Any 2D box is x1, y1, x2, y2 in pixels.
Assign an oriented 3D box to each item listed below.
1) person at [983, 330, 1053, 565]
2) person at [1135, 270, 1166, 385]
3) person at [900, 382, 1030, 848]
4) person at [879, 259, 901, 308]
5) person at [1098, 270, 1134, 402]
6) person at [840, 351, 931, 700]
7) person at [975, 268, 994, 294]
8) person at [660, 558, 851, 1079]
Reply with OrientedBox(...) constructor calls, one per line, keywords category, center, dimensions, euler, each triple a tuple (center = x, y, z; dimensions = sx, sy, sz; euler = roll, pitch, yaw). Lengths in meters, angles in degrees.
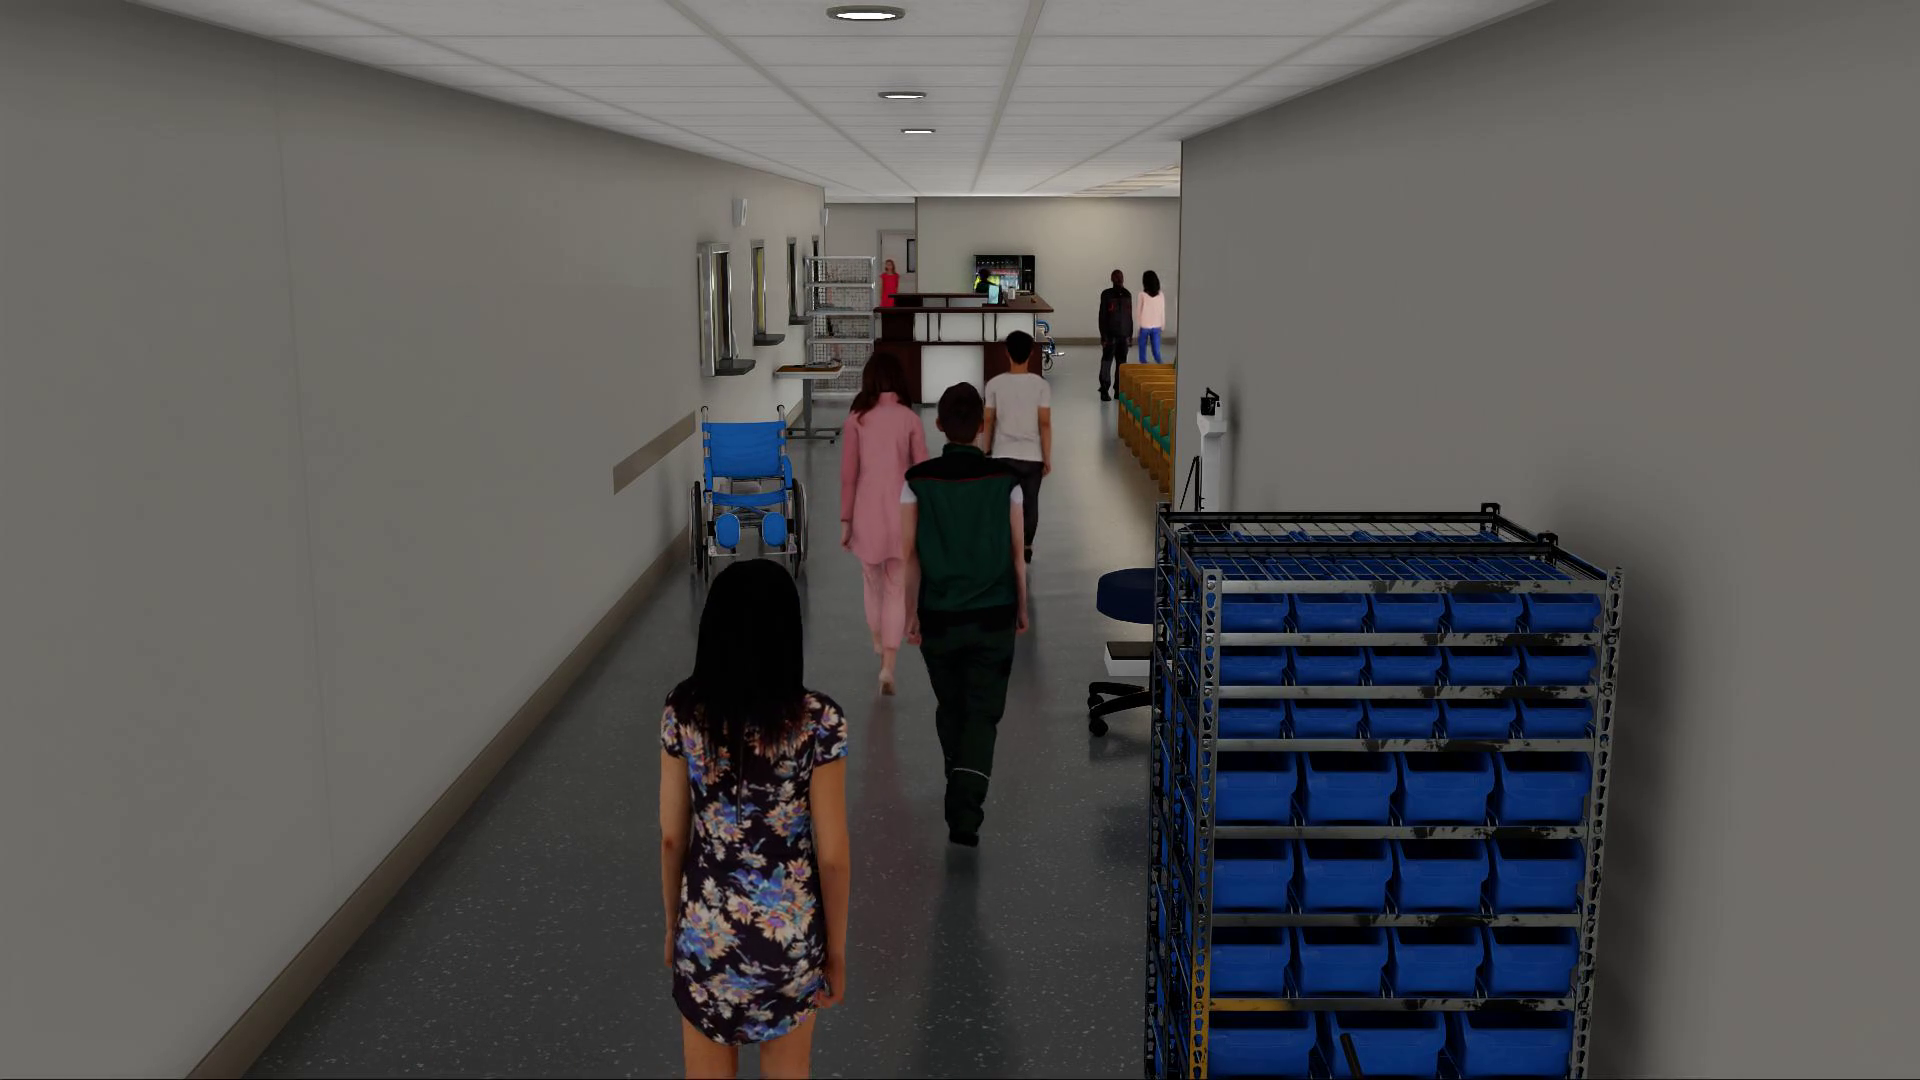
OrientedBox(category="person", center=(0.393, -0.579, 11.587), dimensions=(1.033, 1.684, 0.749), euler=(1, 11, 4))
OrientedBox(category="person", center=(2.873, -3.130, 24.872), dimensions=(1.096, 1.742, 0.825), euler=(-2, 11, -9))
OrientedBox(category="person", center=(0.025, 0.325, 6.497), dimensions=(1.127, 1.806, 0.800), euler=(1, 11, 6))
OrientedBox(category="person", center=(-1.493, -5.021, 34.993), dimensions=(0.999, 1.685, 0.744), euler=(-1, 11, -7))
OrientedBox(category="person", center=(2.185, -2.891, 23.389), dimensions=(0.682, 1.826, 0.837), euler=(-4, 12, -22))
OrientedBox(category="person", center=(-0.387, -0.038, 8.558), dimensions=(1.033, 1.750, 0.708), euler=(0, 11, 1))
OrientedBox(category="person", center=(0.490, -4.245, 31.046), dimensions=(0.787, 1.632, 0.819), euler=(-7, 13, -32))
OrientedBox(category="person", center=(-0.483, 0.915, 3.627), dimensions=(0.927, 1.715, 0.693), euler=(1, 11, 5))
